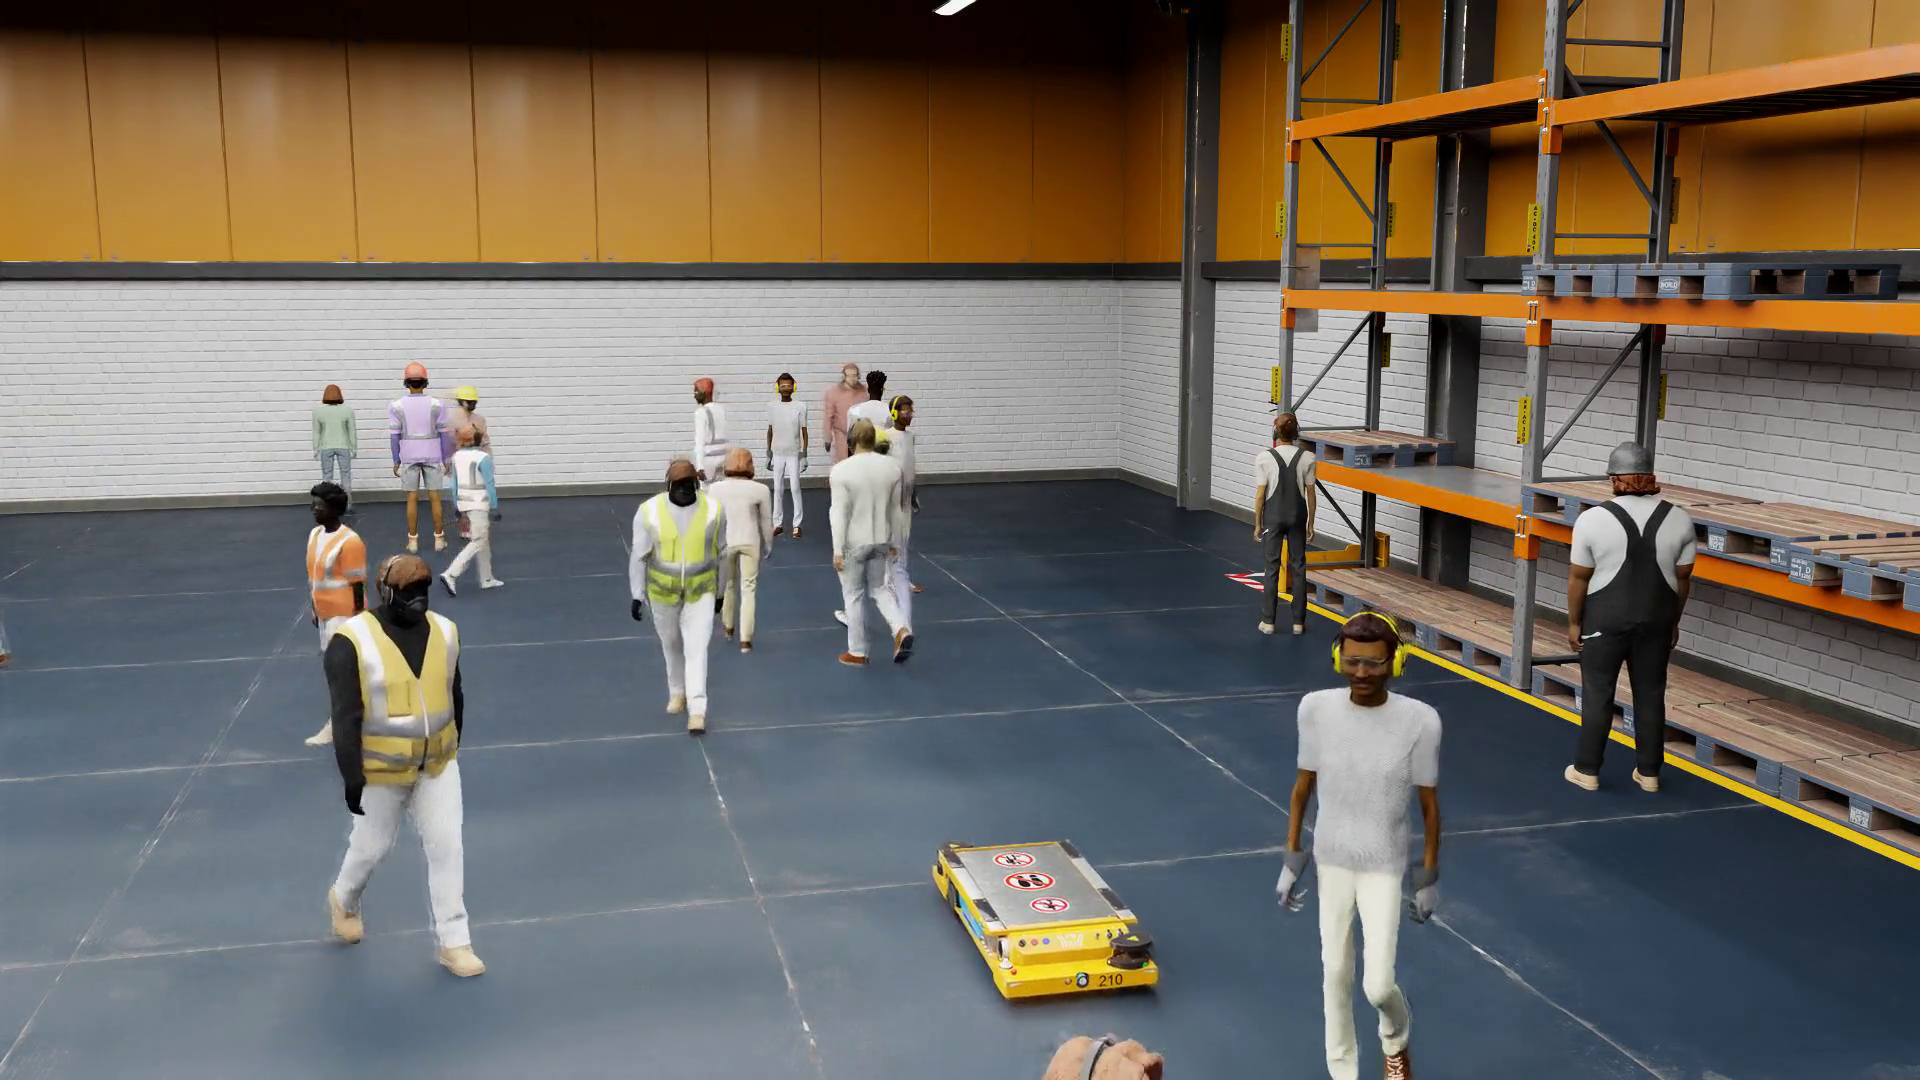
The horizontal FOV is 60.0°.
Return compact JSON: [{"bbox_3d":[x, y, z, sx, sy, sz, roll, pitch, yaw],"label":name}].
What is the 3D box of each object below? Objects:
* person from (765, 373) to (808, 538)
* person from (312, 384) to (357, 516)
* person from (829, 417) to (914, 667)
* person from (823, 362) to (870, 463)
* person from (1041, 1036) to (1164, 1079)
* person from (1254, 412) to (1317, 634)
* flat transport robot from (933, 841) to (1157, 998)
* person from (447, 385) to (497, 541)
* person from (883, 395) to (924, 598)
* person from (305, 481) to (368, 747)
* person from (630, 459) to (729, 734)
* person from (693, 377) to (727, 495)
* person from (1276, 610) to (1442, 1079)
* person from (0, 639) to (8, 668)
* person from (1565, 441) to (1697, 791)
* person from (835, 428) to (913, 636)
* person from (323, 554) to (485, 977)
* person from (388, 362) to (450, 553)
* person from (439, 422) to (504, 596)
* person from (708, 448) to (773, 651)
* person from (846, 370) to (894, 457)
[{"bbox_3d":[-1.966,-0.953,18.802,0.511,1.871,0.329,2,9,14],"label":"person"},{"bbox_3d":[-7.695,-1.101,20.492,0.509,1.624,0.285,-3,10,-19],"label":"person"},{"bbox_3d":[-0.668,0.040,12.469,0.631,1.923,0.642,-8,12,-40],"label":"person"},{"bbox_3d":[-1.384,-1.297,20.904,0.673,1.885,0.544,-3,10,-20],"label":"person"},{"bbox_3d":[0.278,1.697,3.059,0.833,1.603,0.511,6,11,35],"label":"person"},{"bbox_3d":[2.684,-0.133,13.759,0.505,1.846,0.346,1,9,4],"label":"person"},{"bbox_3d":[0.343,1.655,7.497,0.652,0.197,1.431,-2,9,-13],"label":"flat transport robot"},{"bbox_3d":[-5.368,-0.836,18.440,0.680,1.744,0.538,6,11,33],"label":"person"},{"bbox_3d":[-0.544,-0.403,15.368,0.328,1.873,0.512,6,11,31],"label":"person"},{"bbox_3d":[-3.916,0.443,10.683,0.539,1.681,0.704,8,12,41],"label":"person"},{"bbox_3d":[-1.842,0.347,10.975,0.636,1.791,0.987,-2,9,-9],"label":"person"},{"bbox_3d":[-2.662,-0.838,18.113,0.517,1.859,0.586,4,10,23],"label":"person"},{"bbox_3d":[1.376,1.144,5.781,0.530,1.856,0.406,6,11,31],"label":"person"},{"bbox_3d":[-7.396,0.137,12.011,0.655,1.884,1.095,2,9,11],"label":"person"},{"bbox_3d":[3.839,0.432,9.626,0.682,2.000,0.535,1,9,6],"label":"person"},{"bbox_3d":[-0.677,-0.063,13.727,0.546,1.713,0.912,-7,12,-38],"label":"person"},{"bbox_3d":[-2.437,0.942,7.175,0.861,1.812,0.629,9,13,44],"label":"person"},{"bbox_3d":[-5.775,-0.882,17.805,0.607,2.048,0.365,-3,10,-18],"label":"person"},{"bbox_3d":[-4.567,-0.293,15.487,0.516,1.610,0.736,8,12,40],"label":"person"},{"bbox_3d":[-1.772,0.055,13.370,0.530,1.584,0.842,-1,9,-5],"label":"person"},{"bbox_3d":[-0.895,-0.822,17.681,0.612,1.963,0.363,1,9,5],"label":"person"}]
